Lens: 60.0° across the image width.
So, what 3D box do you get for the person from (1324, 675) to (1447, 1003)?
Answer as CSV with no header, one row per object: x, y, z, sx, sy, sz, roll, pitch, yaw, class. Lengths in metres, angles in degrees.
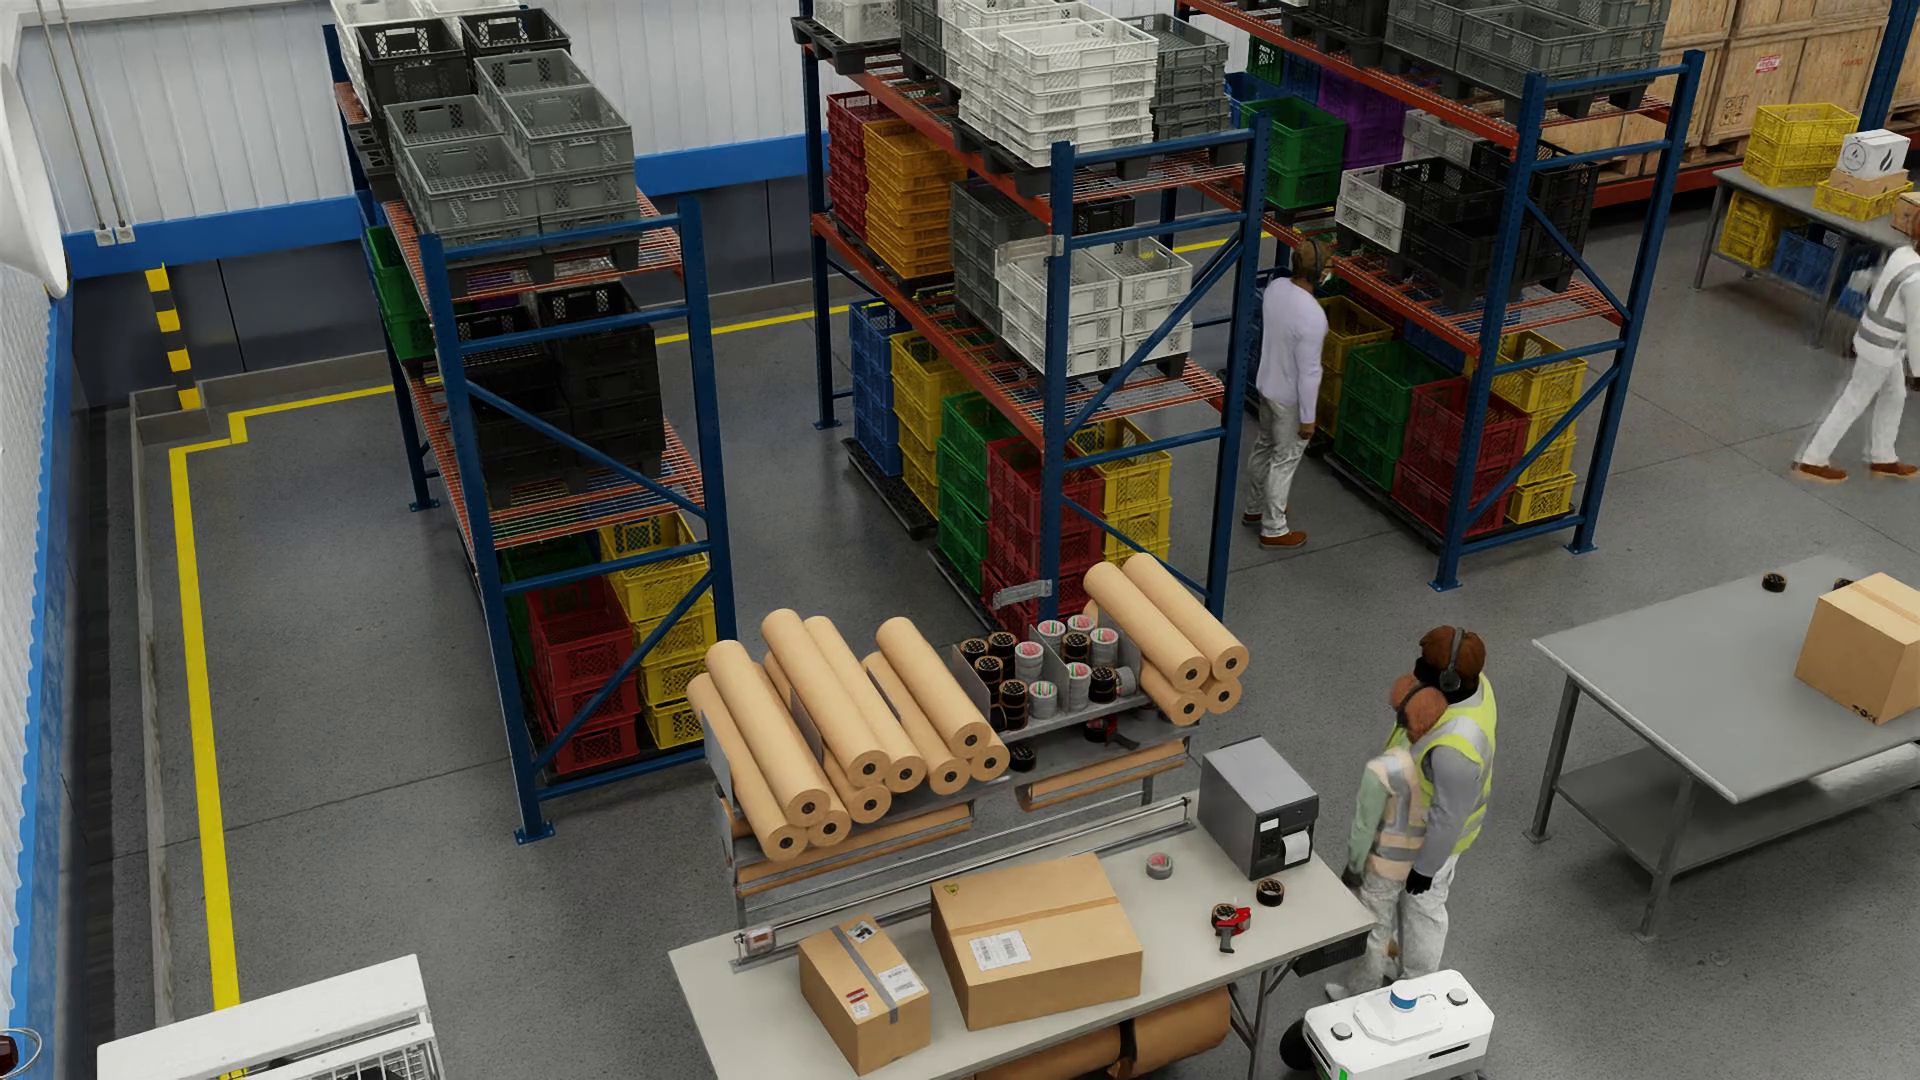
1.750,1.253,6.621,0.530,1.631,0.316,-16,35,-25,person

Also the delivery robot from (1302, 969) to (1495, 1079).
1.701,1.919,6.472,0.707,0.478,0.477,-11,33,-17,delivery robot

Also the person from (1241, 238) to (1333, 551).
1.921,-0.850,9.753,0.369,1.932,0.633,-7,32,-12,person

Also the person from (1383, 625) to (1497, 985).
1.855,1.123,6.632,0.429,1.842,0.629,9,33,14,person

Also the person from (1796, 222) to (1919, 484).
5.851,-1.155,10.328,0.853,1.849,0.583,11,33,18,person
